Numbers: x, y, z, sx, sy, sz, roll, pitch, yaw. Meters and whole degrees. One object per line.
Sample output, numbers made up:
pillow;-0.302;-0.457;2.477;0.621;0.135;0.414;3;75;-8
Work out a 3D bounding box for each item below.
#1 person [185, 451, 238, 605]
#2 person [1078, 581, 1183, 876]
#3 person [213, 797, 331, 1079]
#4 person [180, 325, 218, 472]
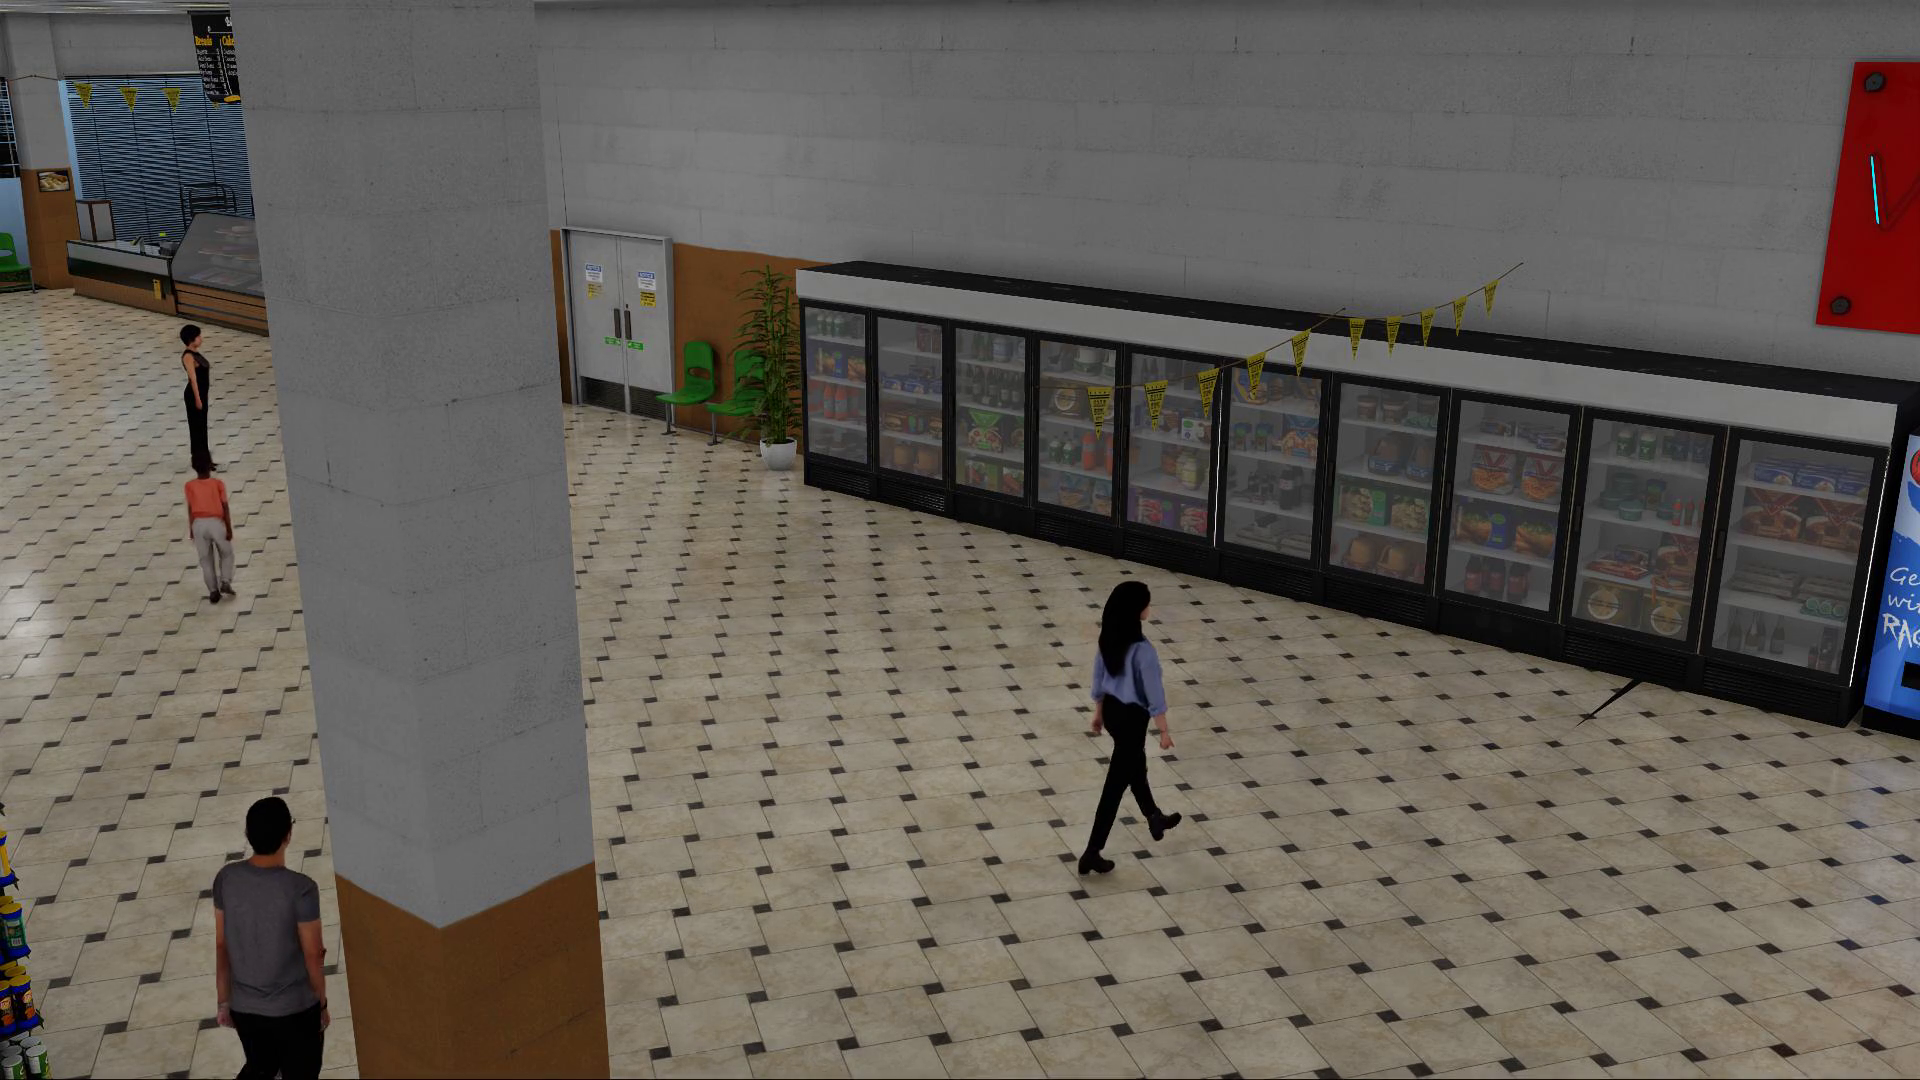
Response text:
person;-6.282;-0.085;13.905;0.568;1.299;0.644;-5;18;-16
person;0.853;1.091;9.326;1.136;1.710;0.887;-11;20;-31
person;-2.770;1.894;6.646;0.854;1.730;0.965;3;17;9
person;-8.377;-1.560;18.240;0.681;1.603;0.668;-6;18;-19
